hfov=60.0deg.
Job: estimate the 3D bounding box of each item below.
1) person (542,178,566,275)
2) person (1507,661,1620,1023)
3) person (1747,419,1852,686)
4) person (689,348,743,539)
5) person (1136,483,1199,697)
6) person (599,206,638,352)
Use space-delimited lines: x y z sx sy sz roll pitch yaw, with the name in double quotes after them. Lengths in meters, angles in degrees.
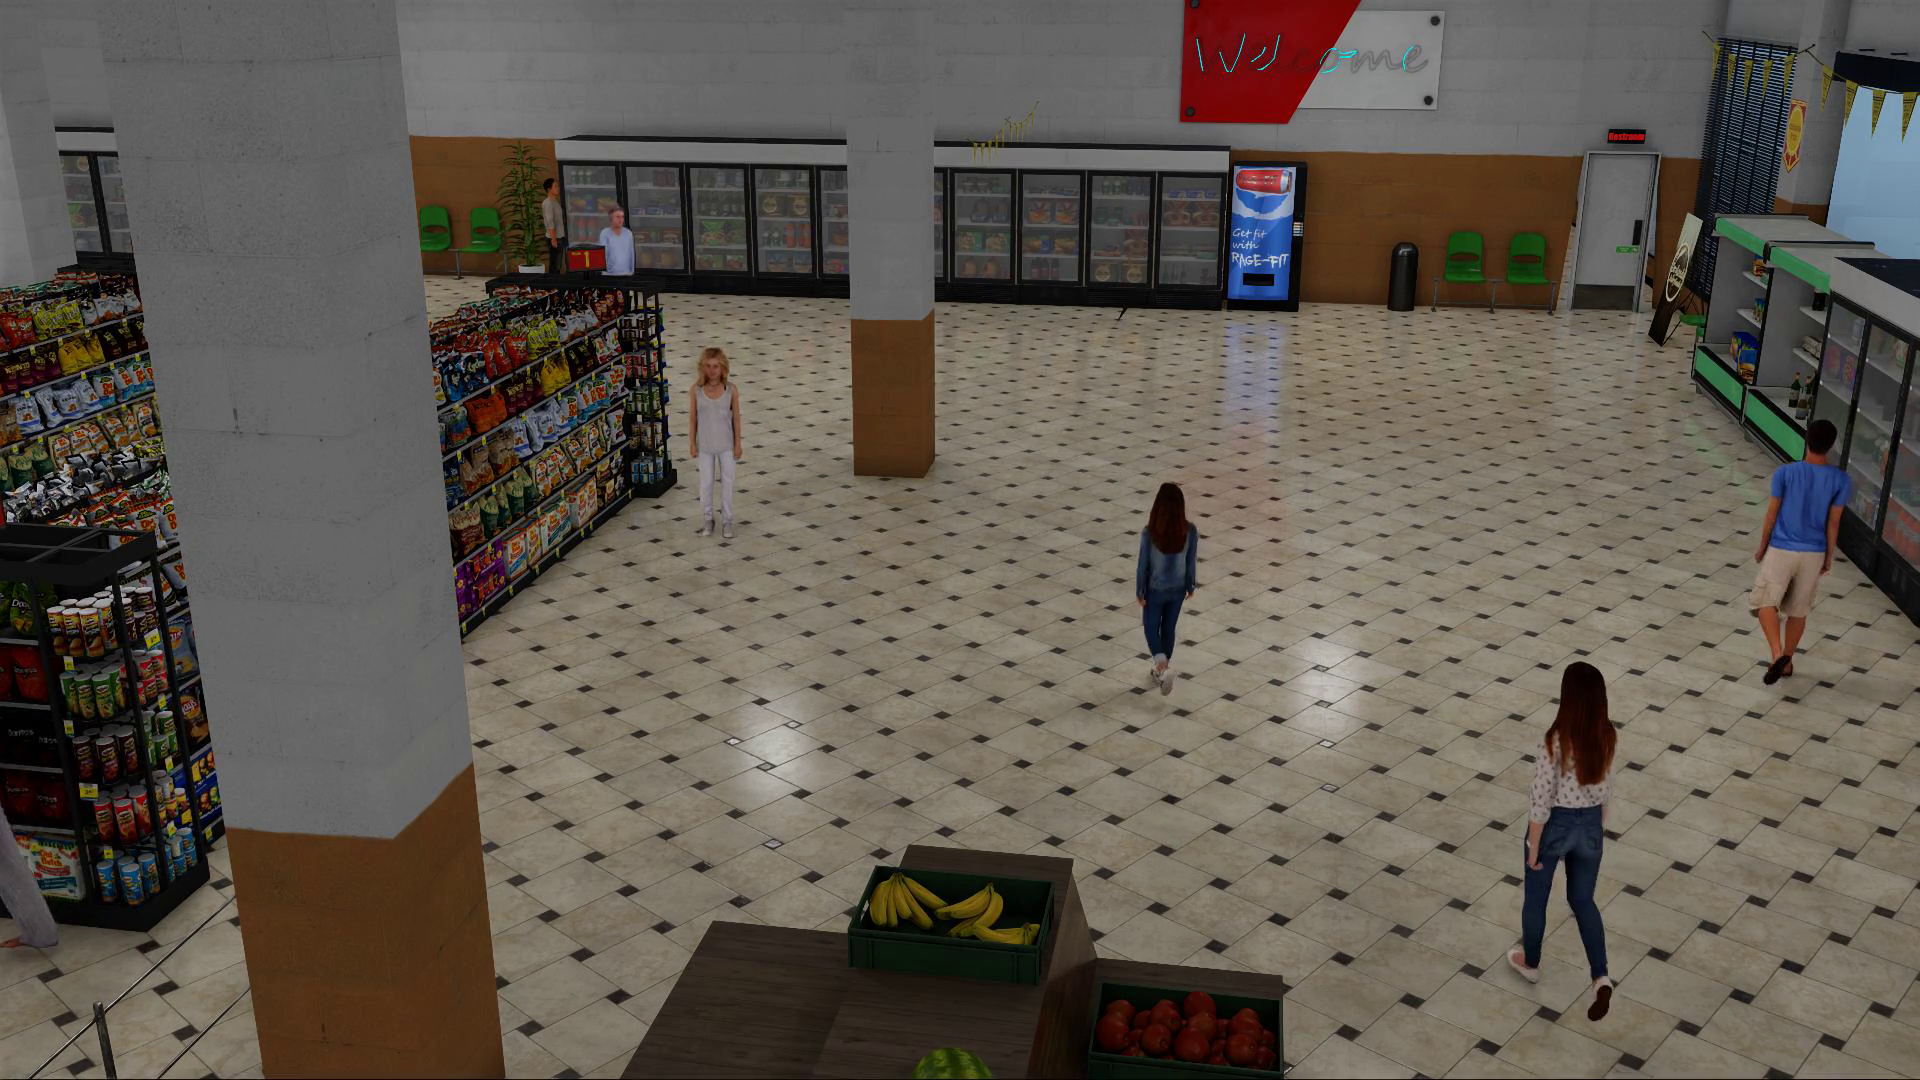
-6.158 -4.568 25.206 0.757 1.812 0.573 -1 19 -4 "person"
2.848 1.398 7.673 0.745 1.710 1.039 -2 19 -6 "person"
5.674 0.115 11.267 0.692 1.845 0.982 5 19 14 "person"
-2.113 -0.858 14.418 0.678 1.676 0.697 -1 19 -4 "person"
1.393 0.350 11.167 0.734 1.464 0.917 -3 19 -8 "person"
-4.508 -3.406 21.671 1.115 1.870 1.222 -11 22 -30 "person"
